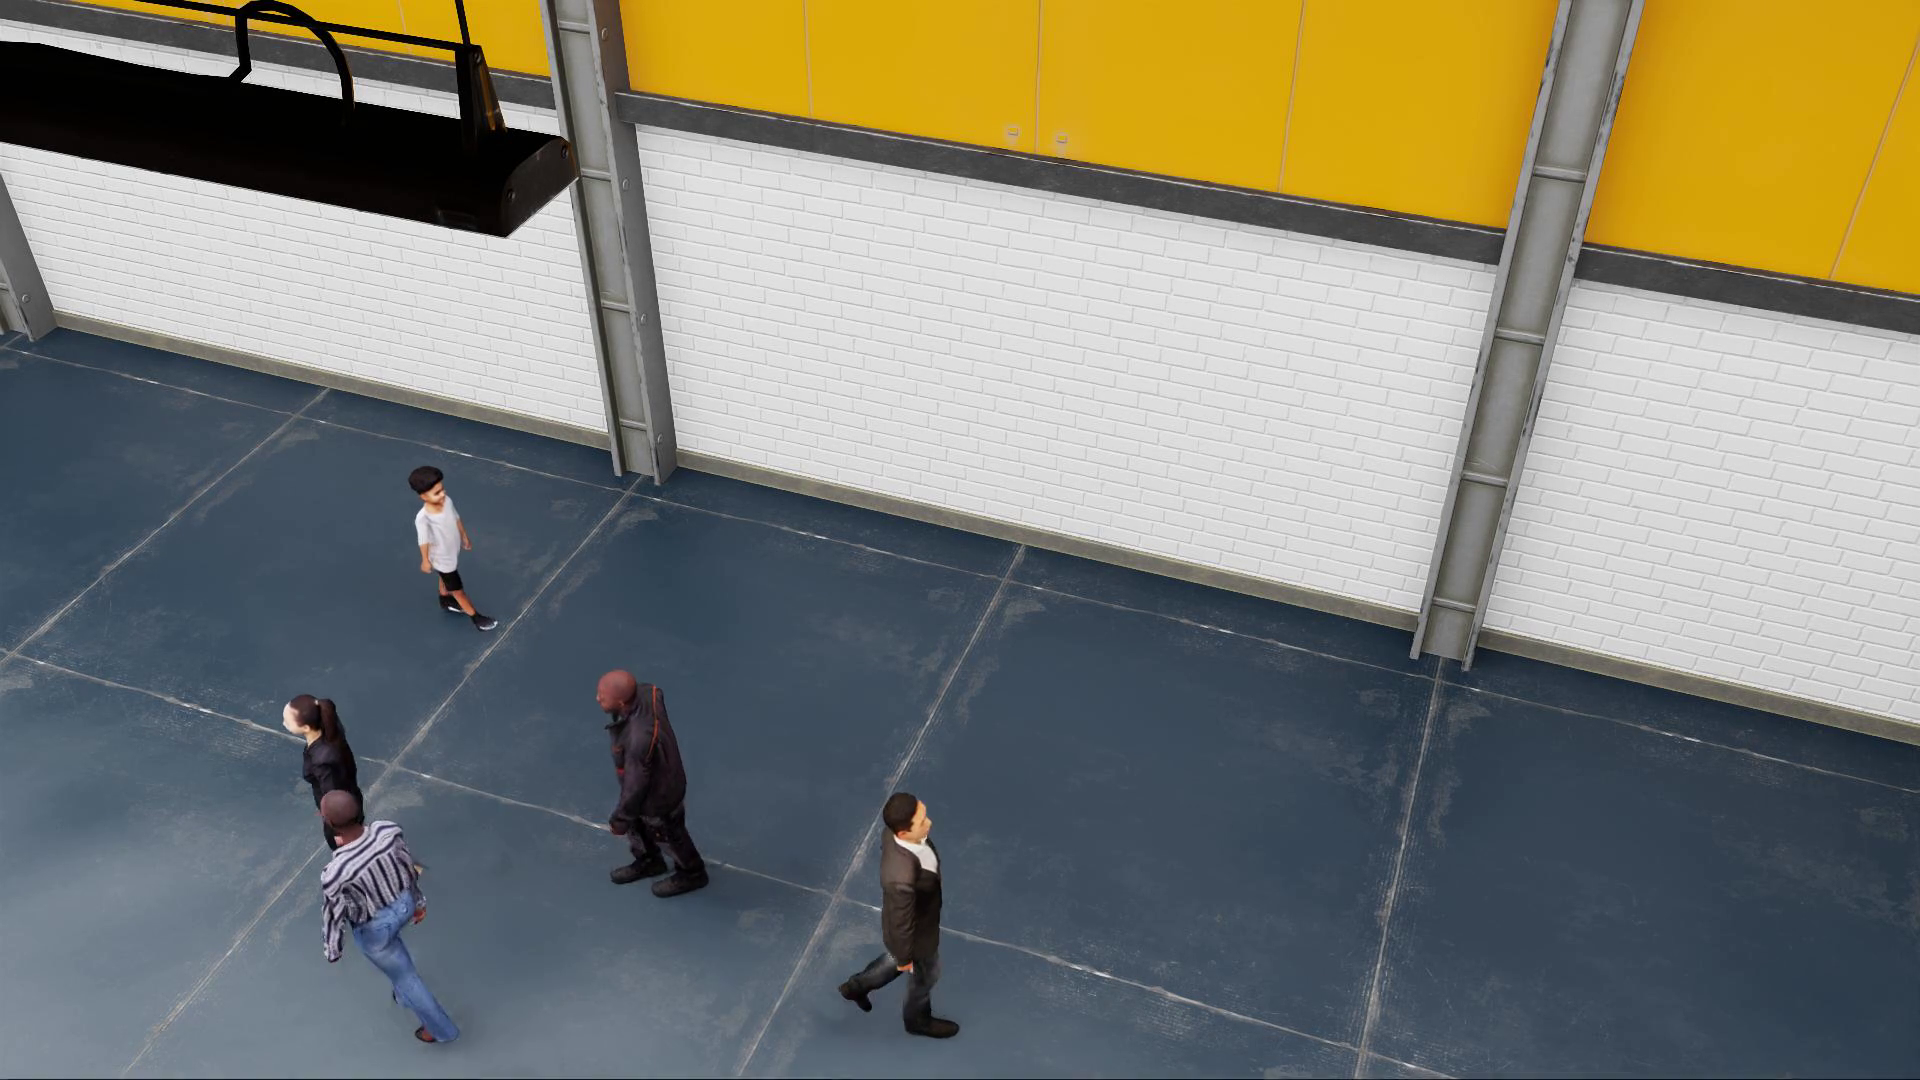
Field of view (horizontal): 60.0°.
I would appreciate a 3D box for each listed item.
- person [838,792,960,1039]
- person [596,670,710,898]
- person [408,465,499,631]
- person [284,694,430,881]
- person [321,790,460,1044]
[{"bbox_3d":[-0.324,1.885,8.273,0.982,1.794,0.870,-1,39,-1],"label":"person"},{"bbox_3d":[-1.559,1.328,8.968,0.968,1.797,0.908,-7,39,-8],"label":"person"},{"bbox_3d":[-3.472,0.029,11.043,0.797,1.237,0.533,16,41,19],"label":"person"},{"bbox_3d":[-3.232,1.429,8.919,0.856,1.700,0.784,-9,39,-11],"label":"person"},{"bbox_3d":[-2.761,1.937,8.225,0.761,1.773,0.659,13,40,16],"label":"person"}]
